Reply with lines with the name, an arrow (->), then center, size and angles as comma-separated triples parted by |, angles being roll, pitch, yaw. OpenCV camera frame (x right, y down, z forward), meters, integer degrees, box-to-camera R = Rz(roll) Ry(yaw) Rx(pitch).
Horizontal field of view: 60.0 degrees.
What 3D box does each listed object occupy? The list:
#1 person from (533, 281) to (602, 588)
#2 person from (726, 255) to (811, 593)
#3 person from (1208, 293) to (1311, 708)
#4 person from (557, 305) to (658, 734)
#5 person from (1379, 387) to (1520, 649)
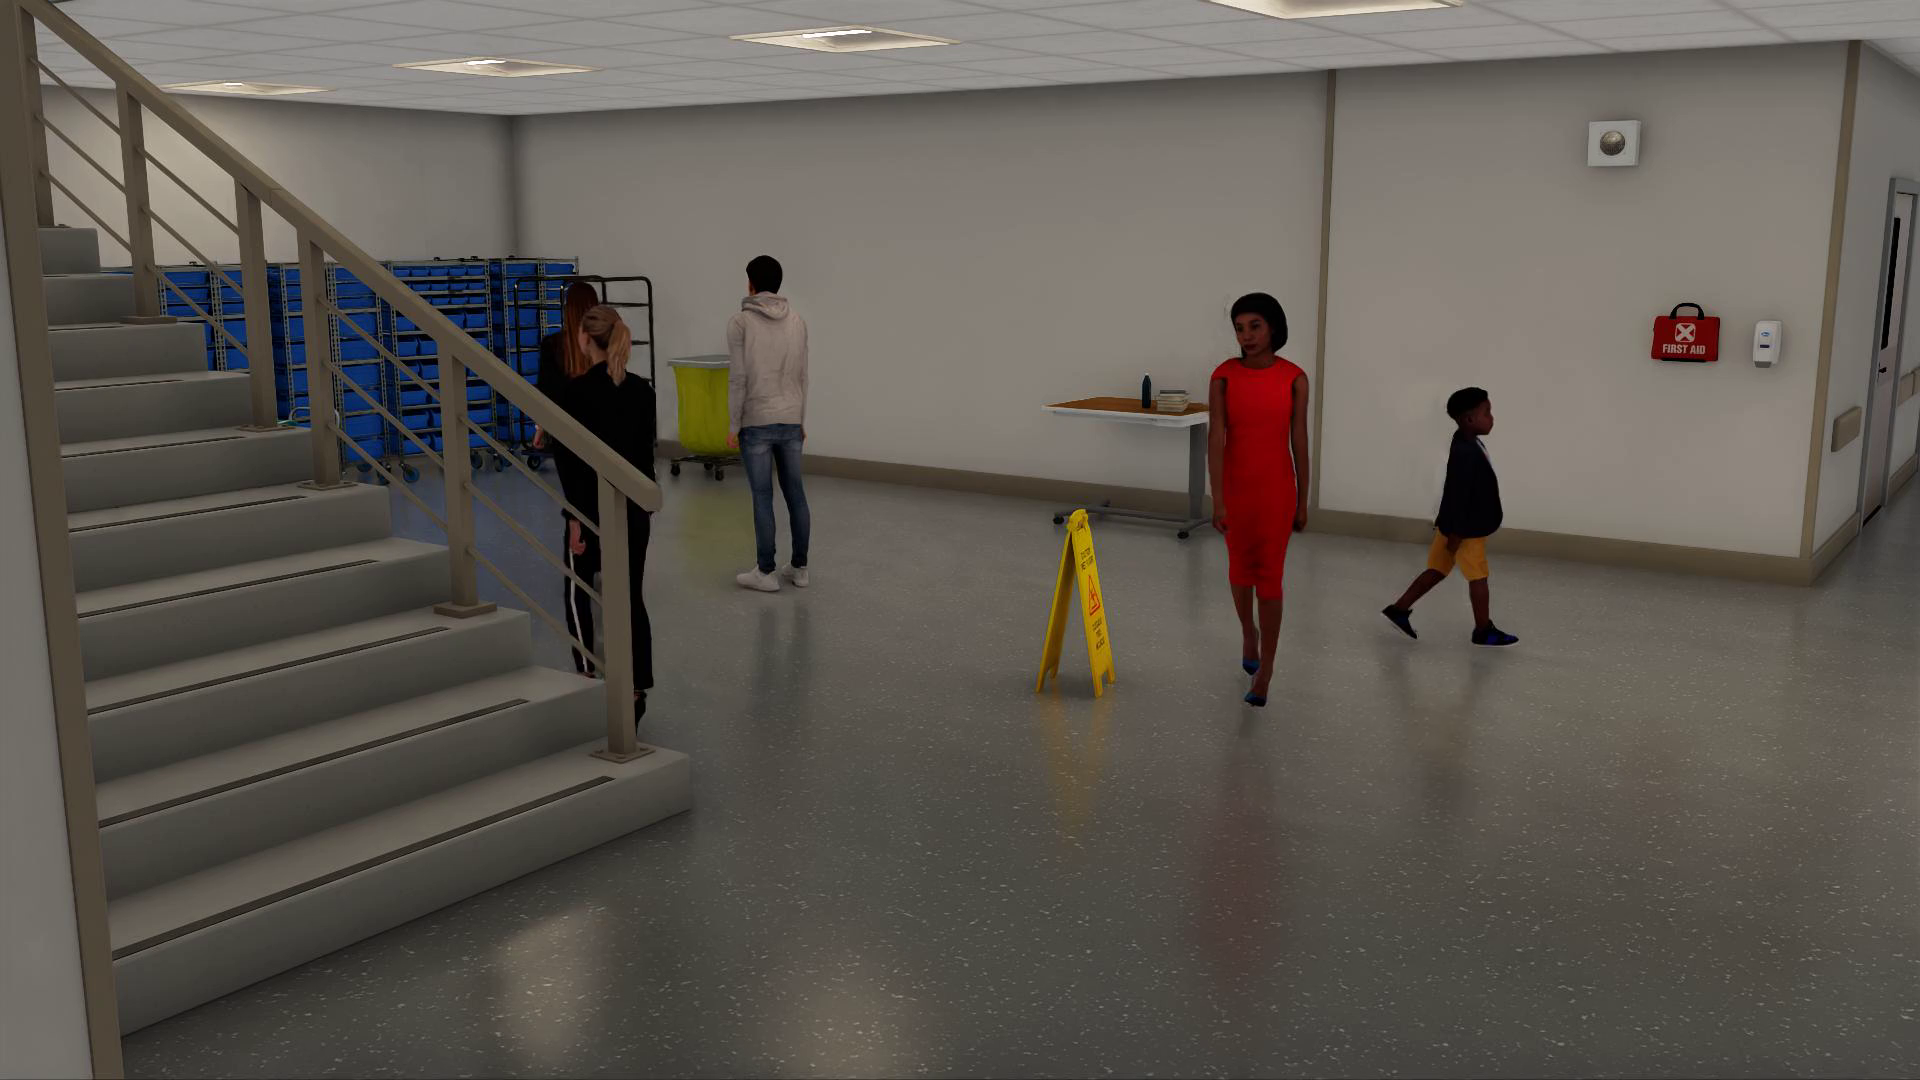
person -> -2.093, -0.564, 9.247 | 0.864, 1.687, 0.958 | -5, 12, -23
person -> -1.051, -0.650, 9.258 | 0.737, 1.852, 0.696 | -8, 13, -36
person -> 1.244, -0.156, 7.099 | 1.171, 1.687, 0.975 | 2, 11, 9
person -> -1.339, -0.056, 6.573 | 0.723, 1.685, 0.797 | -10, 15, -42
person -> 2.338, -0.104, 7.972 | 0.945, 1.258, 0.756 | 2, 11, 8
